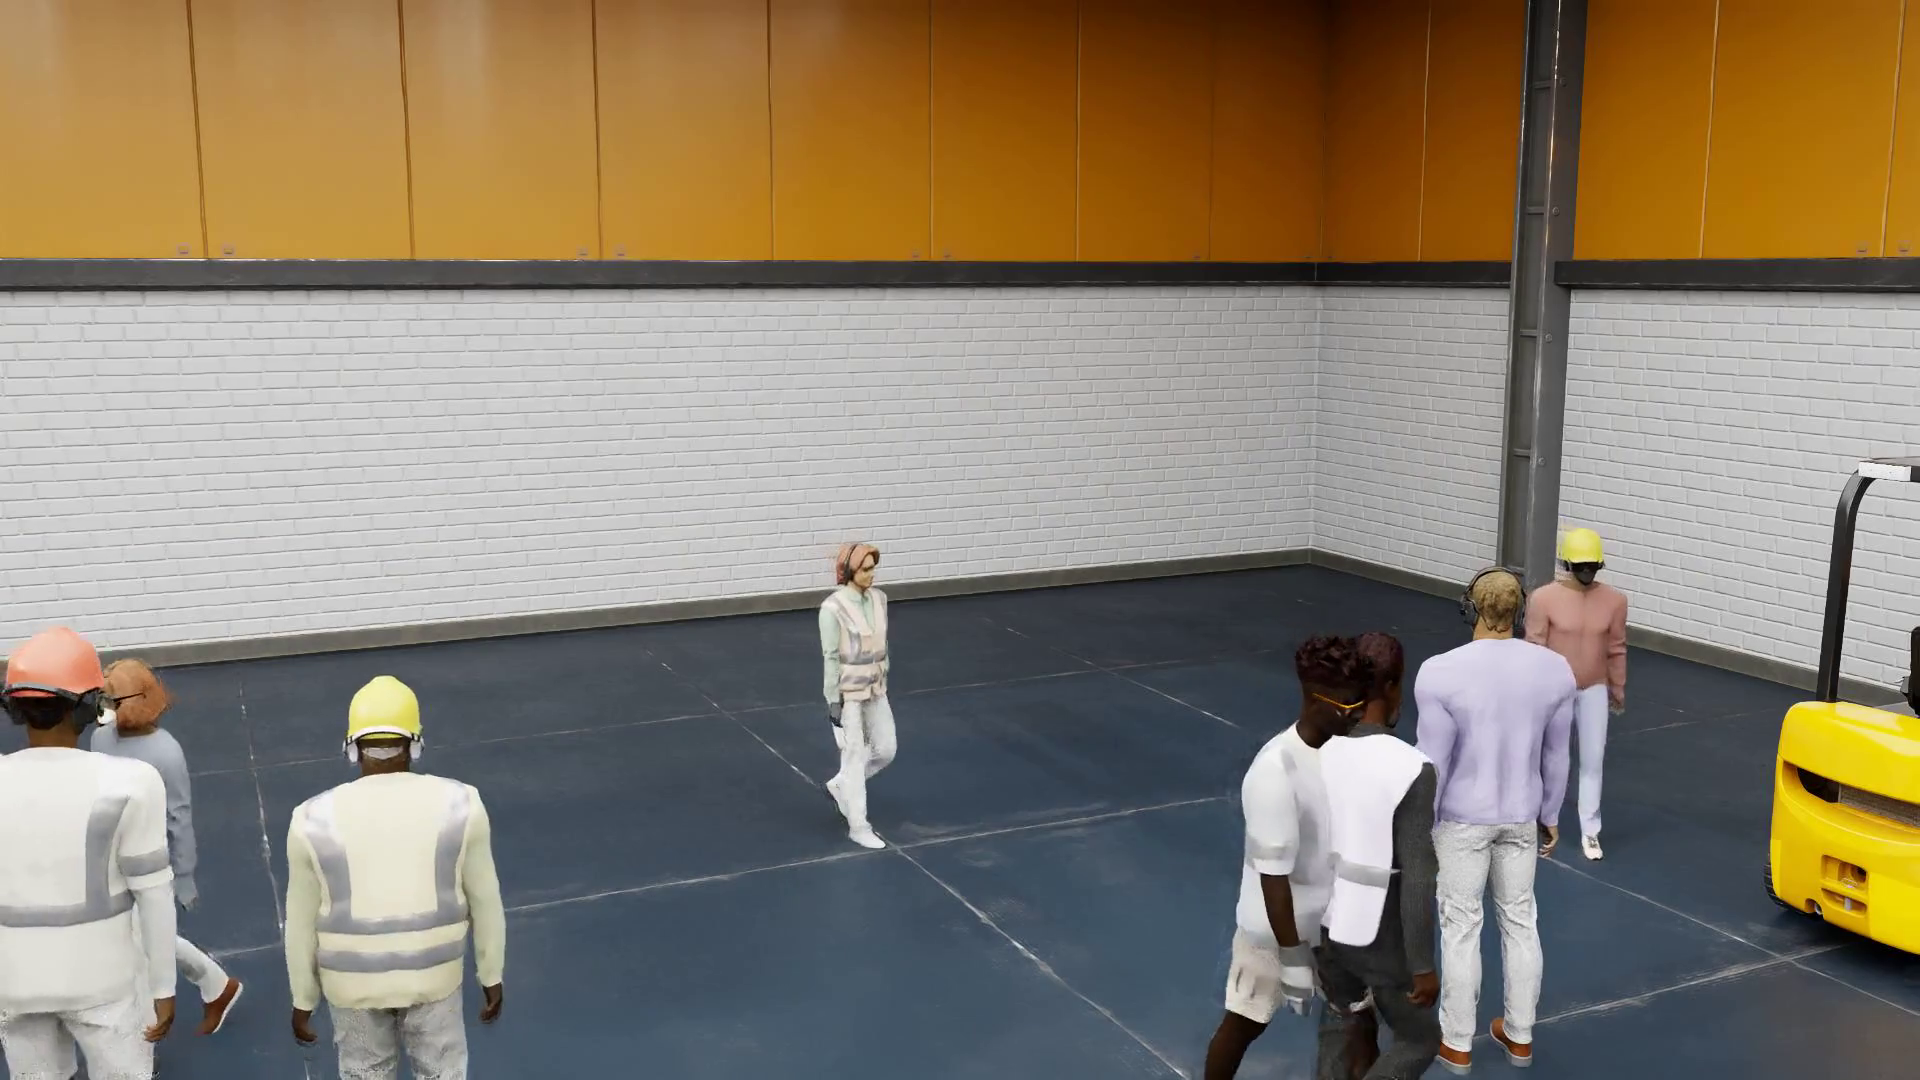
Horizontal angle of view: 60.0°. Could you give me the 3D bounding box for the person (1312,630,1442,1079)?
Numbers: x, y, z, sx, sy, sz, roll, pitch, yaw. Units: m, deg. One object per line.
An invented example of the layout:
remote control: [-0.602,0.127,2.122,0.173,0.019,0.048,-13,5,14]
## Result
person: [1.281,1.232,5.323,0.433,1.907,0.628,-6,11,-33]

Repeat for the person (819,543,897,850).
person: [-0.566,0.813,8.811,0.447,1.624,0.526,7,12,38]

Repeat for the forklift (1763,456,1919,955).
forklift: [4.857,0.731,7.561,2.313,2.155,1.214,-4,10,-25]

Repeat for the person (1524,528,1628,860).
person: [3.242,0.754,8.873,0.560,1.728,0.783,0,9,2]

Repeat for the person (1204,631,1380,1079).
person: [1.168,1.232,5.332,0.612,1.900,1.060,-9,13,-43]

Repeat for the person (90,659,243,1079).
person: [-3.053,1.228,6.307,0.502,1.633,0.627,6,11,33]

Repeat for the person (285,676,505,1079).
person: [-1.706,1.326,5.058,0.634,1.808,0.569,-3,10,-21]

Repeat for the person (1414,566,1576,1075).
person: [1.997,1.059,6.312,0.635,1.937,0.353,-2,9,-10]

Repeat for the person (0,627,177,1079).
person: [-2.577,1.274,4.744,0.615,2.026,0.691,-2,9,-10]
